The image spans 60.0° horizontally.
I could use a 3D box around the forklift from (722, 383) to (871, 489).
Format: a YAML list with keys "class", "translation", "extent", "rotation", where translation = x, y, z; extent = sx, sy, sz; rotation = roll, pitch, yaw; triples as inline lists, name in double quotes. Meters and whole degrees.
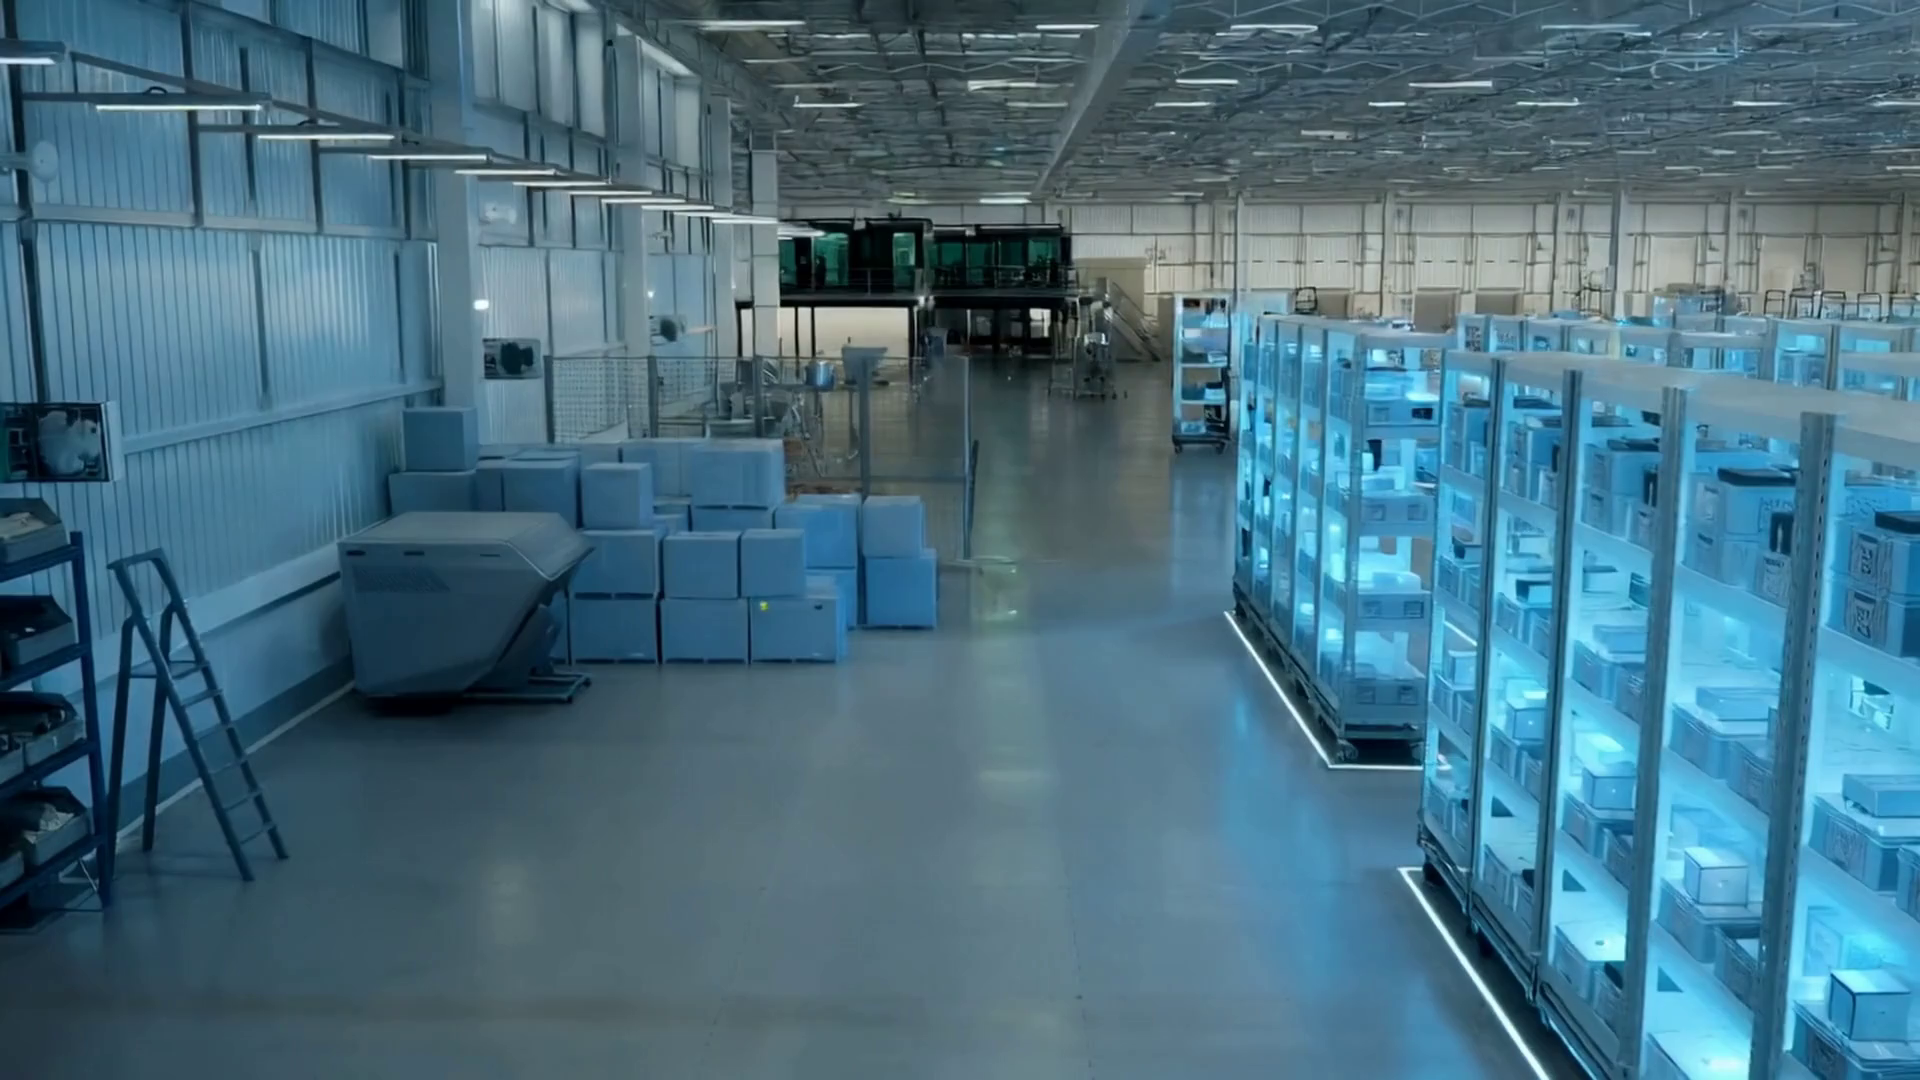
- class: "forklift"
  translation: [-2.893, -1.687, 28.729]
  extent: [2.680, 1.987, 1.157]
  rotation: [0, 9, -1]

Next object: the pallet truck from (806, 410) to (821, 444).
- class: "pallet truck"
  translation: [-3.559, -2.018, 33.905]
  extent: [1.522, 1.261, 0.704]
  rotation: [0, 9, -1]

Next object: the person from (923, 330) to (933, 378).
- class: "person"
  translation: [-1.223, -7.153, 63.874]
  extent: [0.328, 1.842, 0.515]
  rotation: [3, 10, 20]

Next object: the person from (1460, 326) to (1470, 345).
- class: "person"
  translation: [24.601, -9.984, 81.224]
  extent: [0.574, 1.883, 0.356]
  rotation: [6, 11, 35]

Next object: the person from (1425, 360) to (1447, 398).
- class: "person"
  translation: [10.982, -3.165, 38.660]
  extent: [0.616, 2.041, 0.382]
  rotation: [0, 9, 0]

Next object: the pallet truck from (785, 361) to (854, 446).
- class: "pallet truck"
  translation: [-3.410, -3.193, 38.978]
  extent: [1.885, 1.965, 0.823]
  rotation: [0, 9, -1]

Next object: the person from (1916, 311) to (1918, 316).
- class: "person"
  translation: [53.471, -11.890, 93.012]
  extent: [0.569, 1.883, 0.964]
  rotation: [8, 12, 42]

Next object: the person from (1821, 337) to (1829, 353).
- class: "person"
  translation: [34.289, -7.498, 65.690]
  extent: [0.494, 1.937, 0.639]
  rotation: [-2, 9, -12]

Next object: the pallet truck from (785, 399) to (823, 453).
- class: "pallet truck"
  translation: [-3.814, -2.432, 36.419]
  extent: [1.630, 1.274, 0.653]
  rotation: [0, 9, 1]

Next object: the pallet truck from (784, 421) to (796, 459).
- class: "pallet truck"
  translation: [-4.013, -1.793, 32.705]
  extent: [1.601, 1.201, 0.680]
  rotation: [0, 9, 1]

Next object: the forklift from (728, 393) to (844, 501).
- class: "forklift"
  translation: [-2.979, -1.316, 26.476]
  extent: [2.680, 1.987, 1.157]
  rotation: [0, 9, 1]

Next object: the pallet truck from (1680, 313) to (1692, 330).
- class: "pallet truck"
  translation: [36.315, -10.531, 84.244]
  extent: [0.823, 1.965, 1.885]
  rotation: [-6, 11, -33]

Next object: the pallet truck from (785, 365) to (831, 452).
- class: "pallet truck"
  translation: [-3.774, -2.976, 37.635]
  extent: [1.885, 1.965, 0.823]
  rotation: [1, 9, 5]

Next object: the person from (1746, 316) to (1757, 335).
- class: "person"
  translation: [38.345, -9.863, 80.390]
  extent: [0.900, 1.906, 0.656]
  rotation: [-4, 10, -25]

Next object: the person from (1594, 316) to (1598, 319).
- class: "person"
  translation: [31.415, -10.174, 82.514]
  extent: [0.859, 1.838, 0.554]
  rotation: [9, 13, 44]

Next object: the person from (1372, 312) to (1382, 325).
- class: "person"
  translation: [23.276, -11.838, 92.947]
  extent: [0.949, 1.803, 0.633]
  rotation: [-7, 12, -38]

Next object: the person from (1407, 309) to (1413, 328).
- class: "person"
  translation: [25.593, -12.174, 94.626]
  extent: [0.398, 1.918, 0.586]
  rotation: [5, 11, 29]
